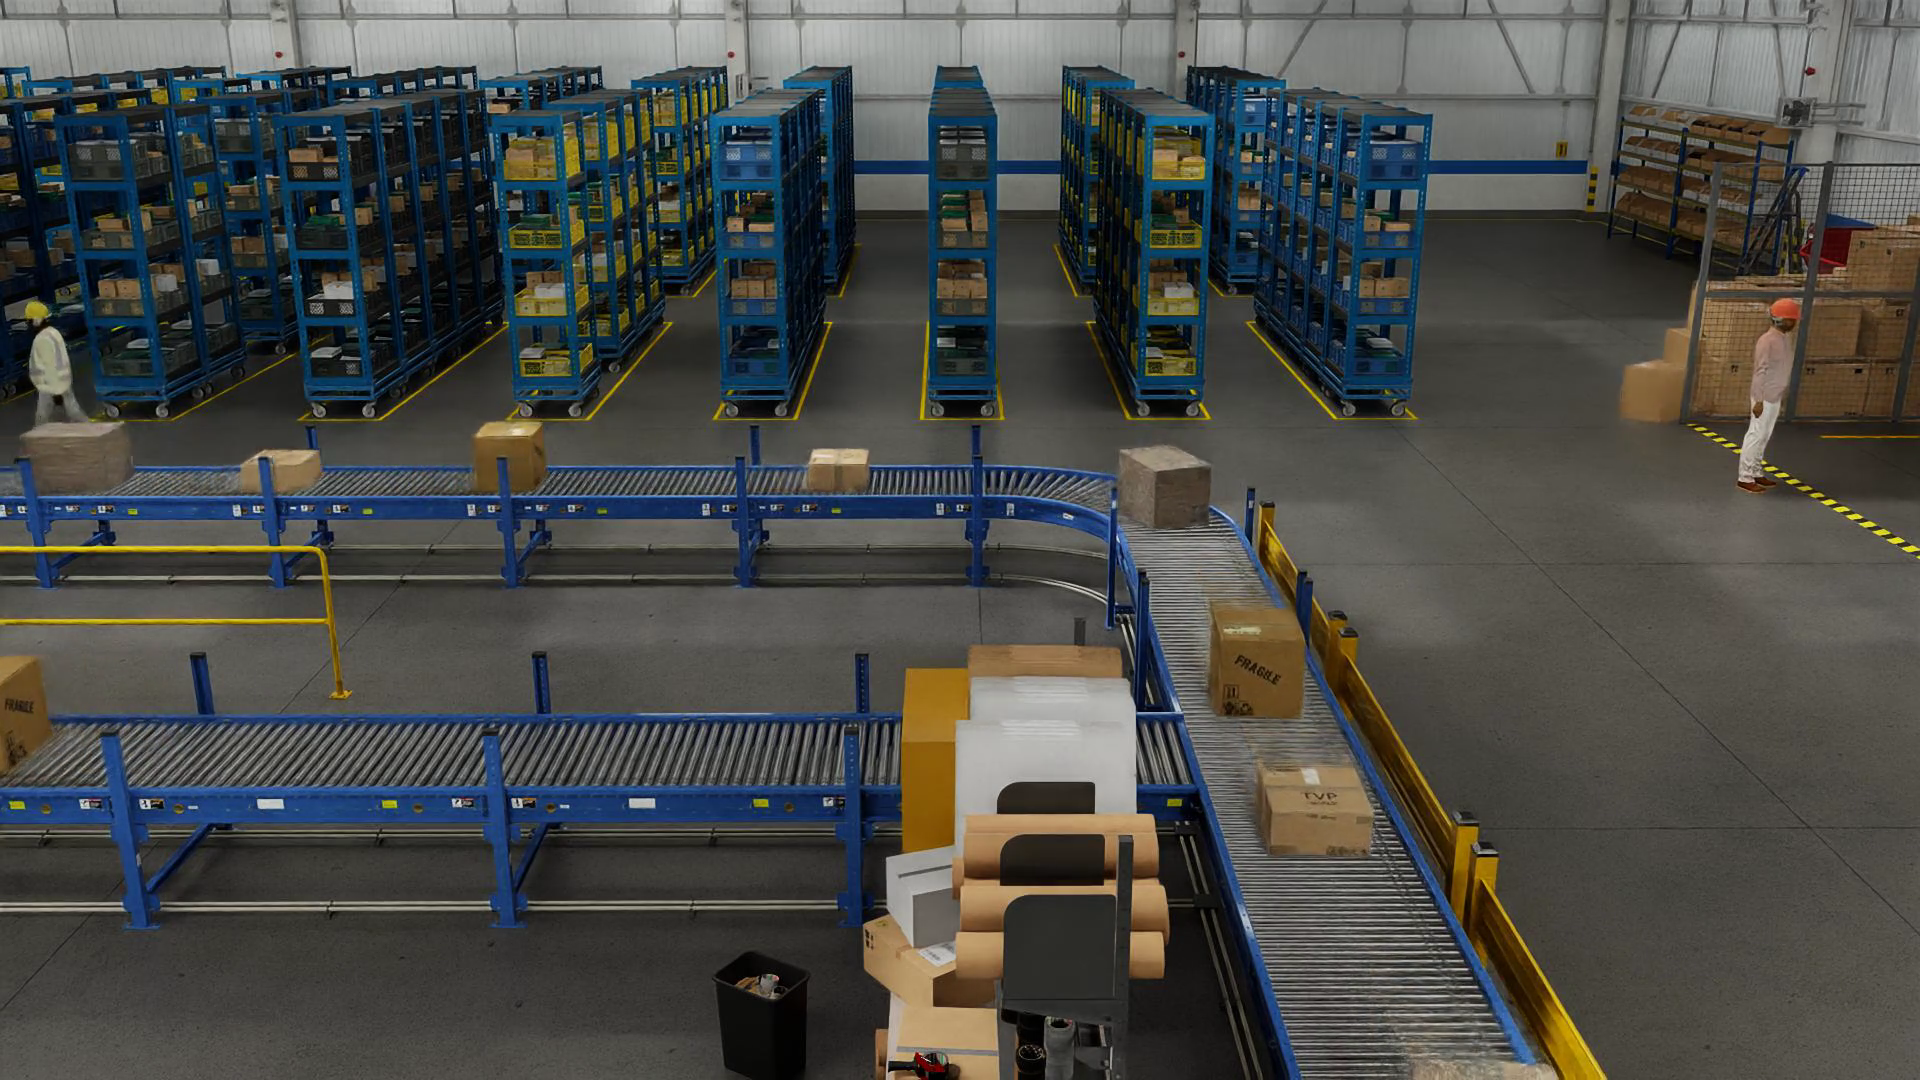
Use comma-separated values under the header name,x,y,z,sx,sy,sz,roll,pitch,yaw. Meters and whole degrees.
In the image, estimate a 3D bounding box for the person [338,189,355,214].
name,x,y,z,sx,sy,sz,roll,pitch,yaw
person,-11.258,-5.917,30.969,0.594,1.791,0.993,-2,18,-6

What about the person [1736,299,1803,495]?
name,x,y,z,sx,sy,sz,roll,pitch,yaw
person,8.248,-1.467,16.935,0.394,1.991,0.625,17,24,42

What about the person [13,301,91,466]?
name,x,y,z,sx,sy,sz,roll,pitch,yaw
person,-9.801,-1.697,17.984,0.942,1.789,0.611,-5,19,-14
